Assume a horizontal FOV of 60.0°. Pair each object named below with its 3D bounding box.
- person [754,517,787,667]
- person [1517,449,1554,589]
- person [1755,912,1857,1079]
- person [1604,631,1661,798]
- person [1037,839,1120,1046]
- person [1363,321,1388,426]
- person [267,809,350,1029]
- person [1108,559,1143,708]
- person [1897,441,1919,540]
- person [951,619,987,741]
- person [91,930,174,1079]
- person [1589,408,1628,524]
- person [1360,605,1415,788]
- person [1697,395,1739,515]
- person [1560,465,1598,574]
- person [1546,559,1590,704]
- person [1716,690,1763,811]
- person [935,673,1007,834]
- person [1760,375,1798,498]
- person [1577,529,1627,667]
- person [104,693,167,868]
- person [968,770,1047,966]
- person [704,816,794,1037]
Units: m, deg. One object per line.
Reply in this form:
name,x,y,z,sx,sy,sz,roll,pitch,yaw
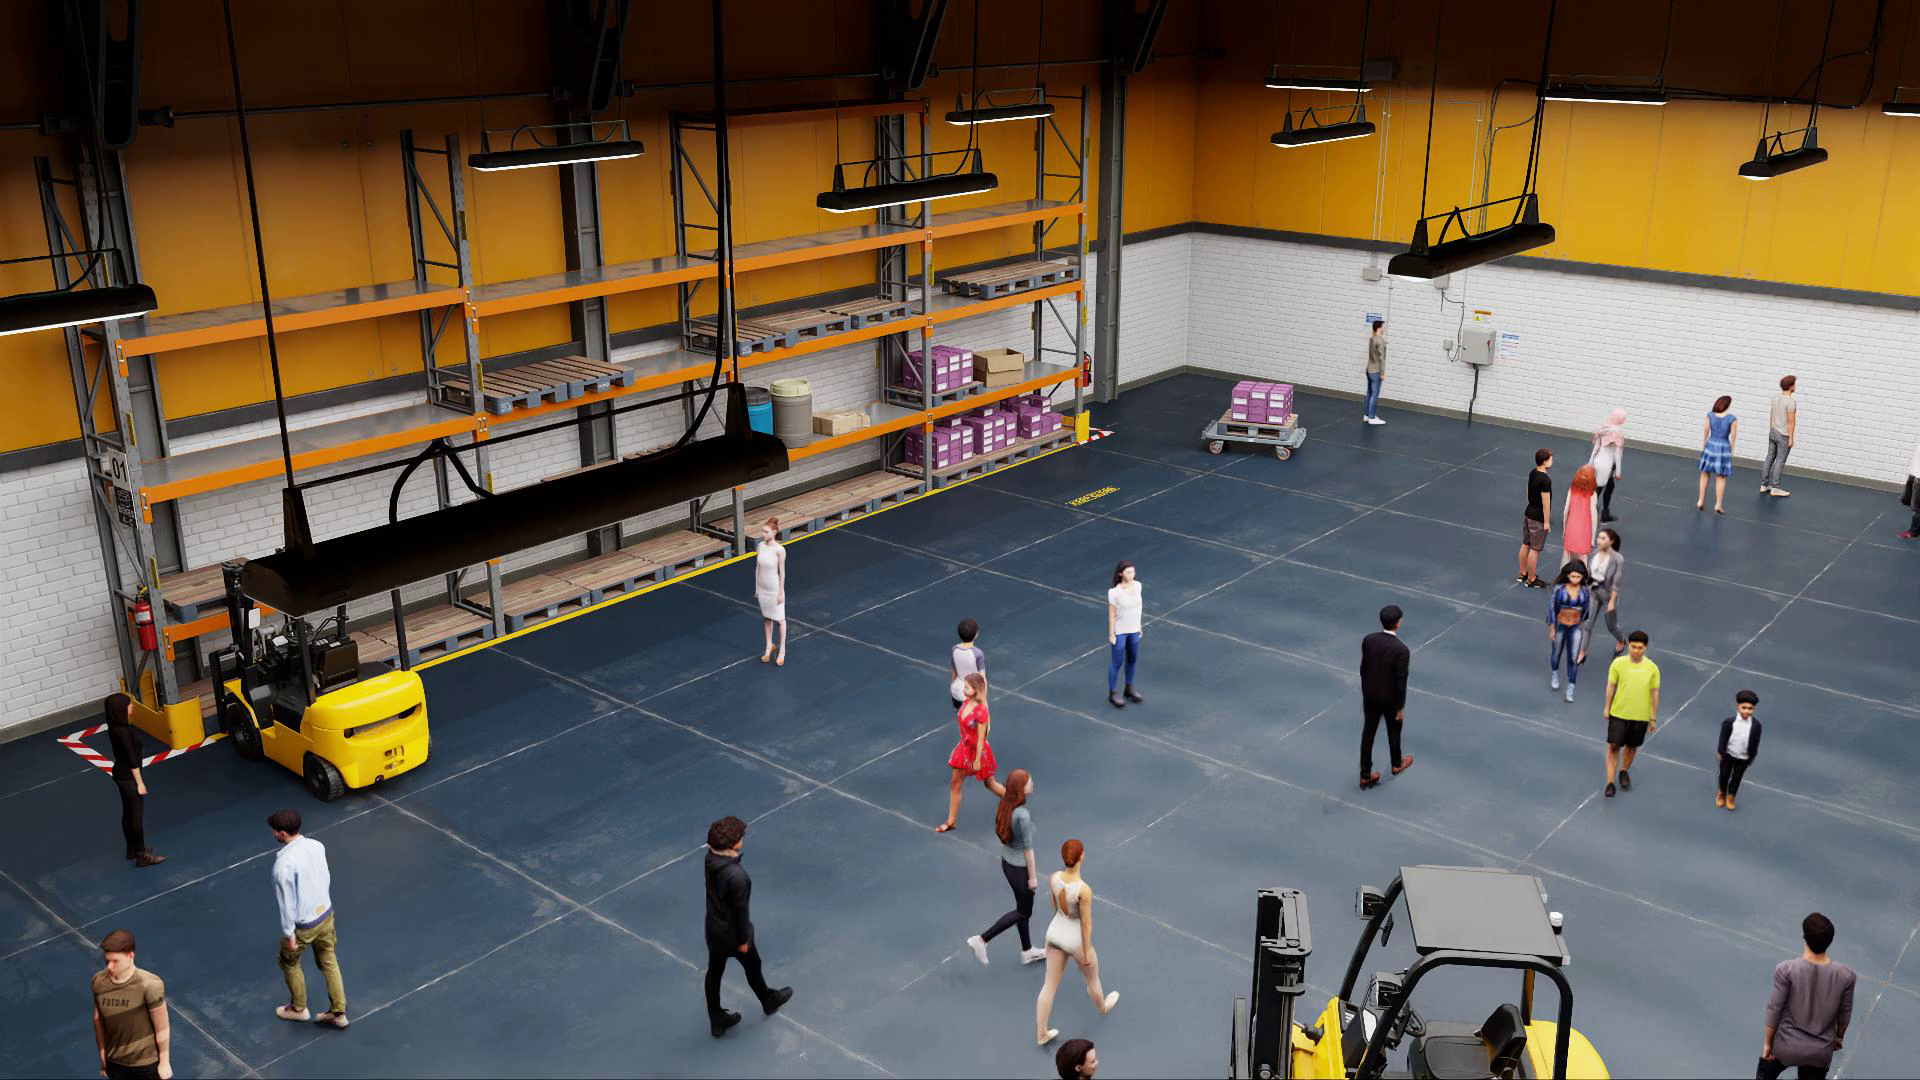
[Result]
person,-2.178,0.595,19.311,0.588,1.793,0.507,11,22,30
person,7.583,-0.310,21.890,0.809,1.862,0.759,-2,19,-7
person,5.591,3.378,10.981,0.817,1.835,0.827,5,19,16
person,6.578,1.659,16.325,0.859,1.681,1.056,5,19,15
person,0.749,3.032,12.378,0.592,1.598,1.004,16,24,39
person,7.467,-3.033,29.965,0.839,1.868,0.784,-2,19,-6
person,-4.843,2.882,12.526,0.945,1.788,0.920,7,20,19
person,1.797,1.013,18.250,0.545,1.677,0.710,-14,23,-36
person,13.791,-0.880,23.684,0.912,1.795,0.867,3,19,8
person,0.058,1.558,16.823,0.586,1.554,0.744,14,23,35
person,-5.407,3.384,10.935,0.748,1.852,0.757,3,19,8
person,9.289,-1.036,24.199,1.019,1.764,0.962,-4,19,-11
person,4.092,1.561,16.334,1.000,1.861,0.782,-17,25,-41
person,11.335,-1.290,24.886,0.680,1.805,0.588,18,25,42
person,7.899,-0.072,21.239,0.586,1.826,0.635,-14,23,-35
person,6.732,0.976,18.513,0.913,1.579,1.098,4,19,12
person,7.487,1.998,16.041,0.569,1.219,0.577,6,20,17
person,0.223,1.992,15.536,1.134,1.553,0.860,-9,20,-24
person,12.709,-1.633,25.758,0.762,1.900,0.739,-5,19,-13
person,7.525,0.676,19.298,1.142,1.646,0.839,-12,22,-31
person,-7.482,2.142,14.952,0.527,1.642,0.597,-17,25,-41
person,0.398,2.660,13.277,1.046,1.730,0.887,-6,20,-18
person,-1.793,2.930,12.436,0.678,1.753,0.950,17,25,41
